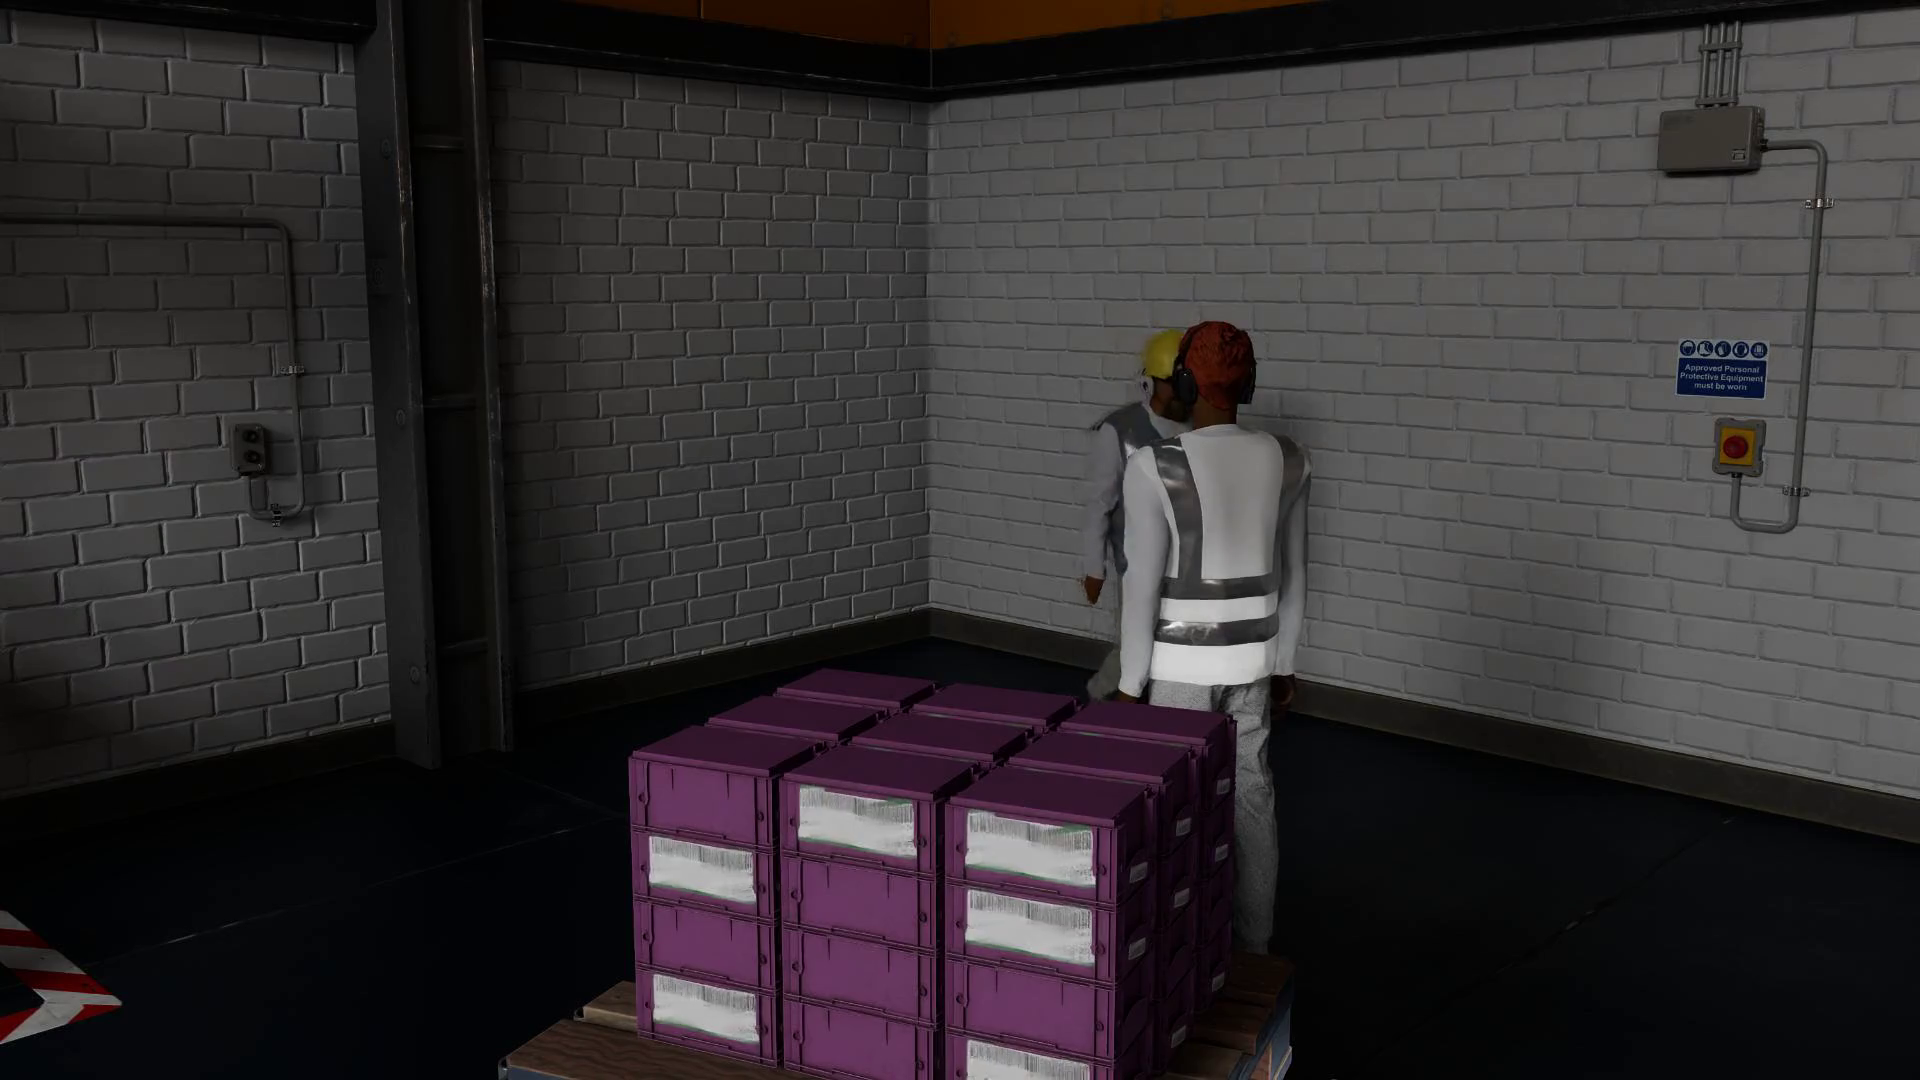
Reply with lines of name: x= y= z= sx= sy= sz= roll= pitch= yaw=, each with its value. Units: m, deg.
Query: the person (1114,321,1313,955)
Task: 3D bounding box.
person: x=0.683 y=0.347 z=4.566 sx=0.583 sy=1.882 sz=0.350 roll=-4 pitch=10 yaw=-24

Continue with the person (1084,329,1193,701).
person: x=0.770 y=0.050 z=6.637 sx=0.625 sy=1.802 sz=0.686 roll=-3 pitch=10 yaw=-17
